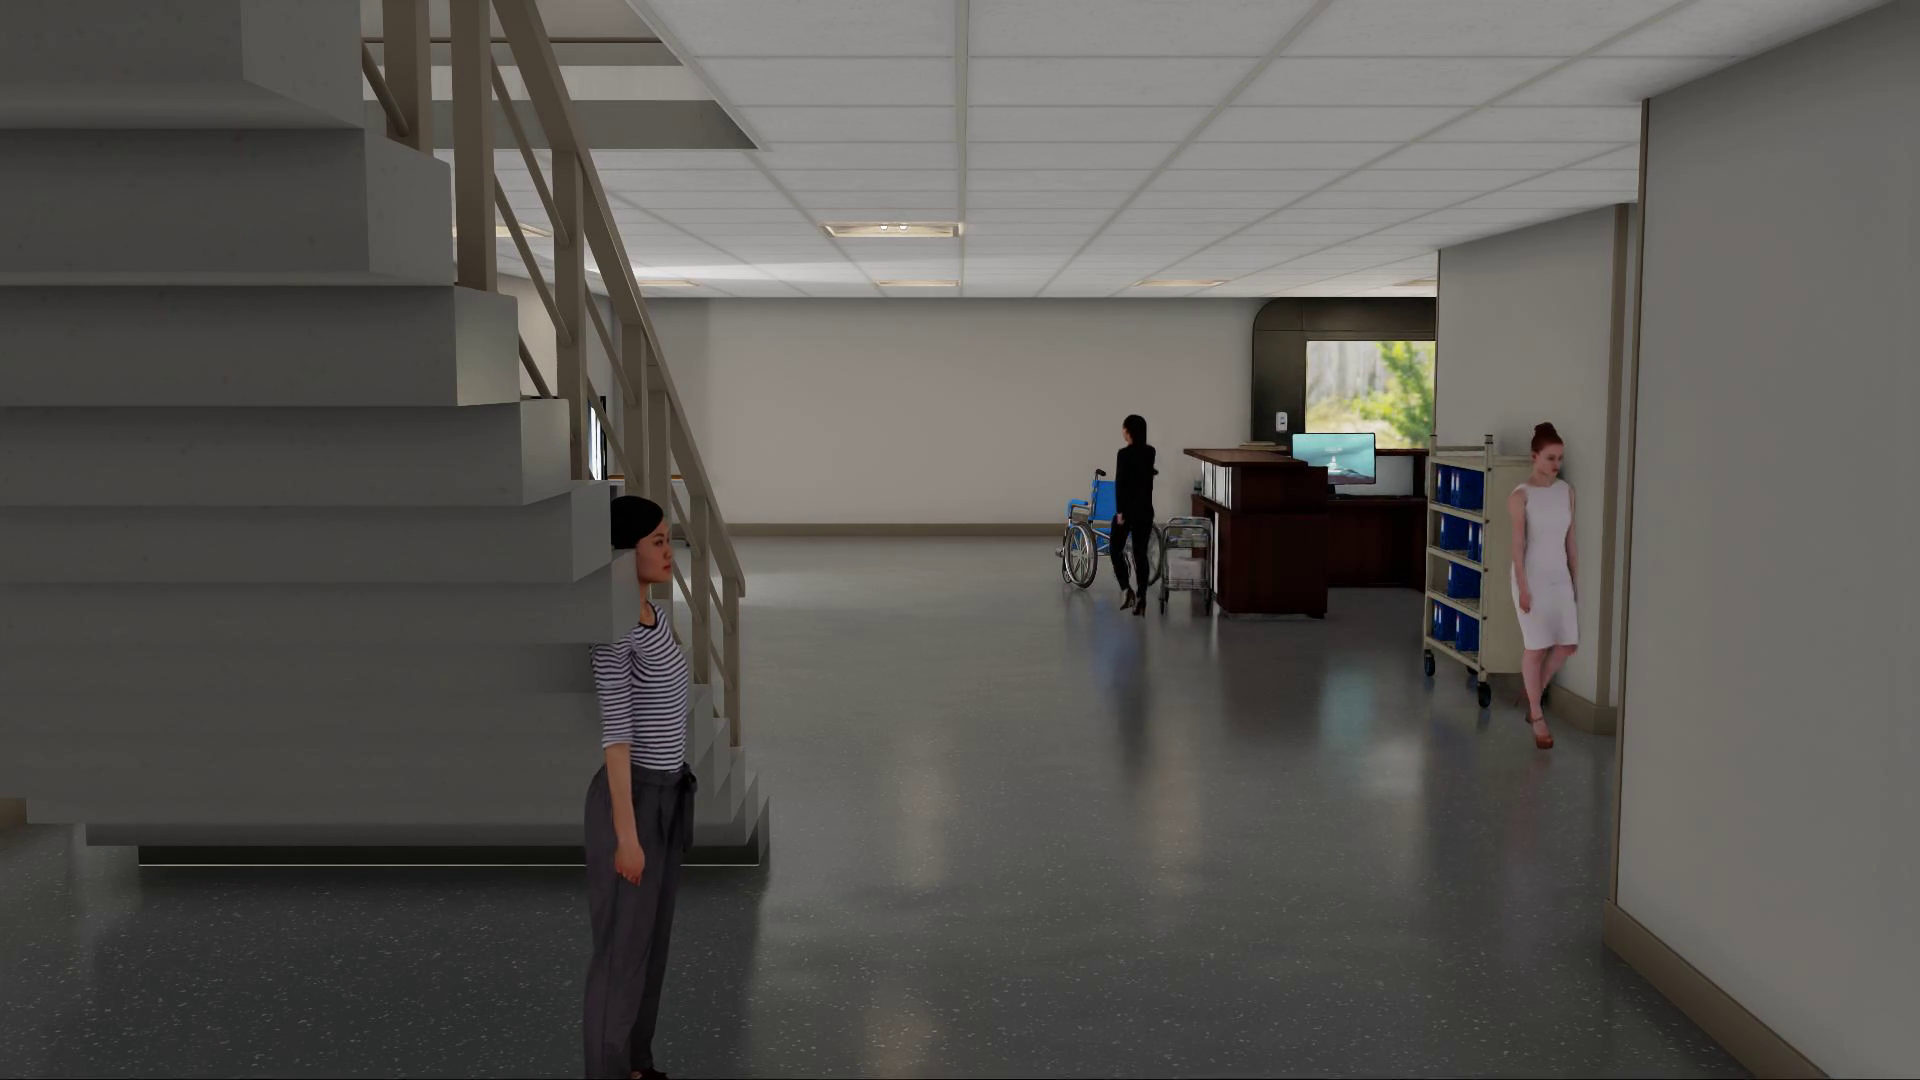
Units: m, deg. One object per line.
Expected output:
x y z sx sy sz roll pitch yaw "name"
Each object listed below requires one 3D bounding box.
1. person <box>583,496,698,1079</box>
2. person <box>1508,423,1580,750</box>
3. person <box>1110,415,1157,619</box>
-0.894 0.740 4.492 0.668 1.733 0.472 0 6 5 "person"
3.105 0.258 9.061 0.709 1.778 0.766 -2 6 -18 "person"
1.517 -0.193 13.944 0.685 1.699 0.712 -3 6 -28 "person"
